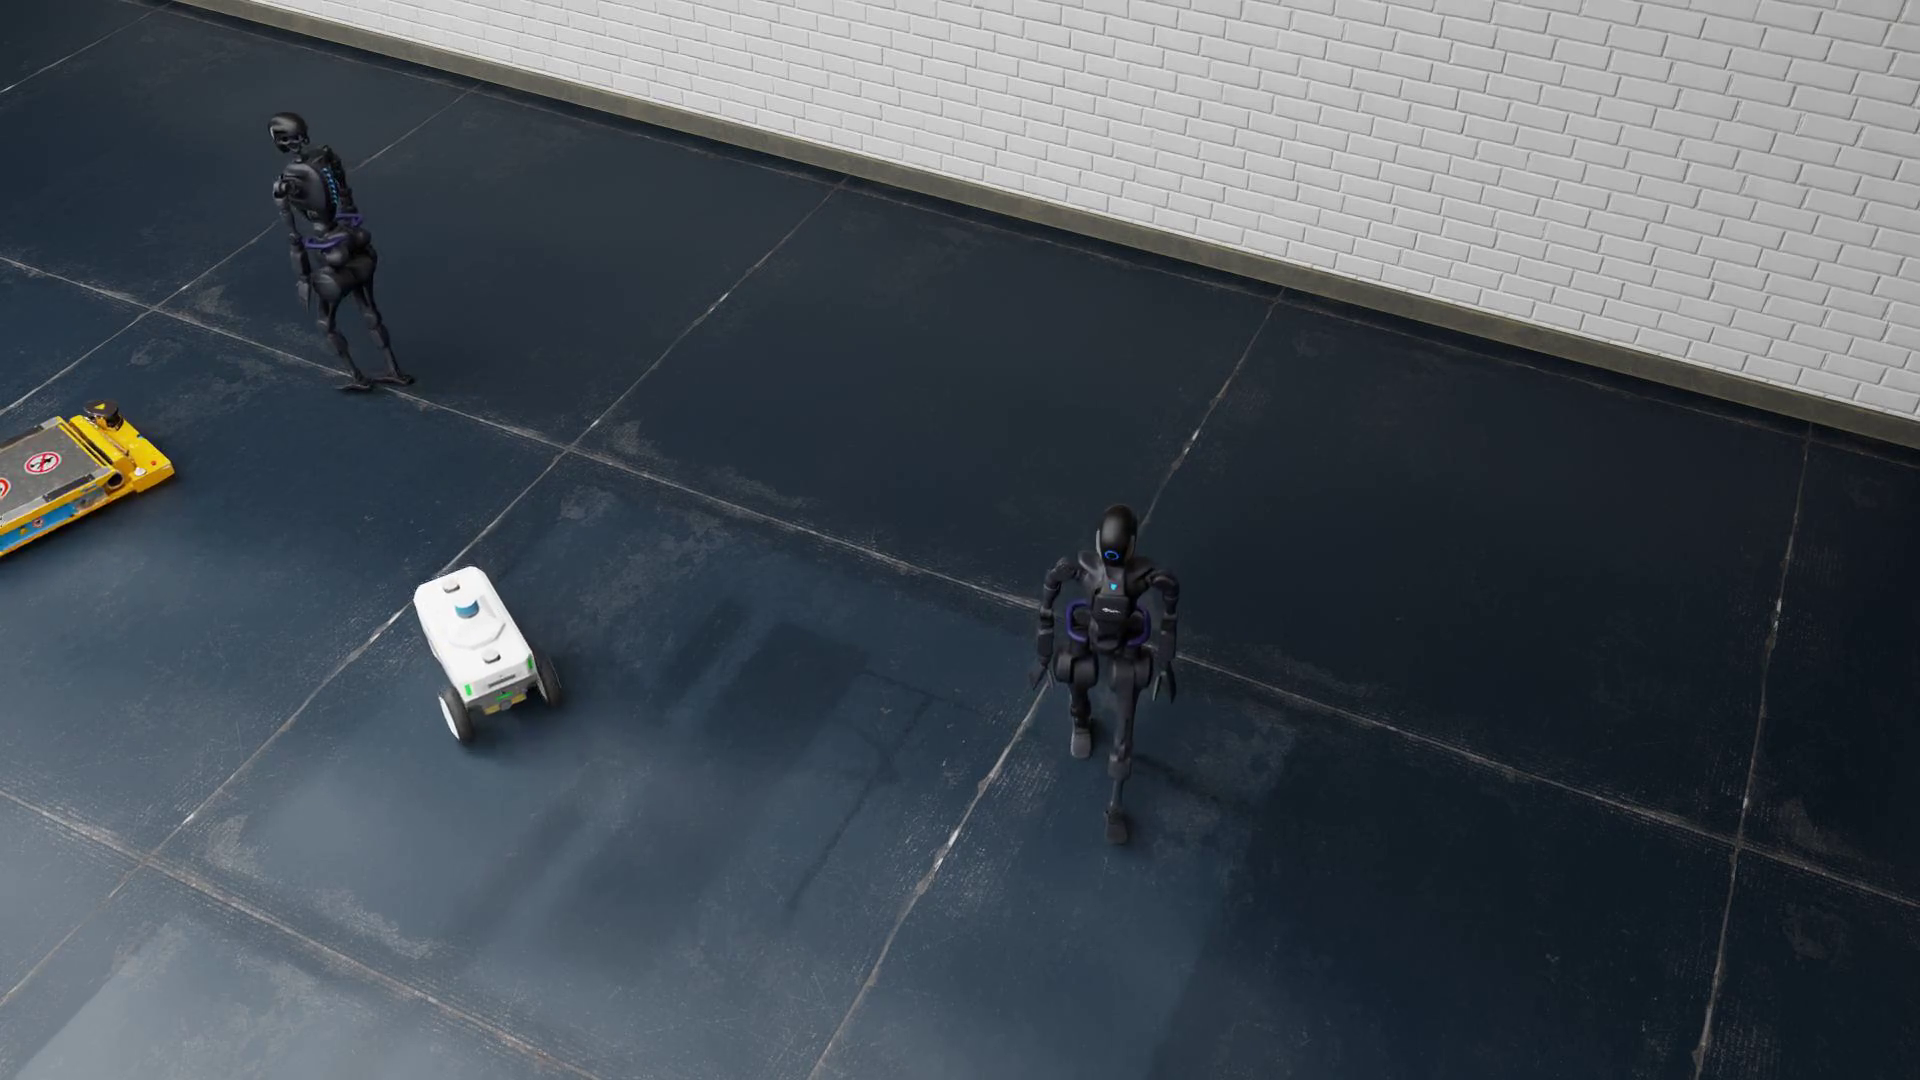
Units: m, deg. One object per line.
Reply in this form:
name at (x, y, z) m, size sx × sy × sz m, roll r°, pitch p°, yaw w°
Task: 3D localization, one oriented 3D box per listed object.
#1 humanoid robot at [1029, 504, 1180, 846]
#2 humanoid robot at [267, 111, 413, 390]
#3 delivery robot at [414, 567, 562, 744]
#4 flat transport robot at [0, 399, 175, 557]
humanoid robot at (0.586, 0.478, 6.731) m, size 0.616 × 1.621 × 0.771 m, roll 3°, pitch 43°, yaw 3°
humanoid robot at (-3.292, -1.504, 8.847) m, size 0.428 × 1.634 × 0.587 m, roll 11°, pitch 44°, yaw 12°
delivery robot at (-2.177, 0.483, 7.520) m, size 0.499 × 0.589 × 0.785 m, roll -23°, pitch 48°, yaw -23°
flat transport robot at (-4.852, -0.207, 8.479) m, size 0.659 × 0.231 × 1.431 m, roll 33°, pitch 52°, yaw 30°
